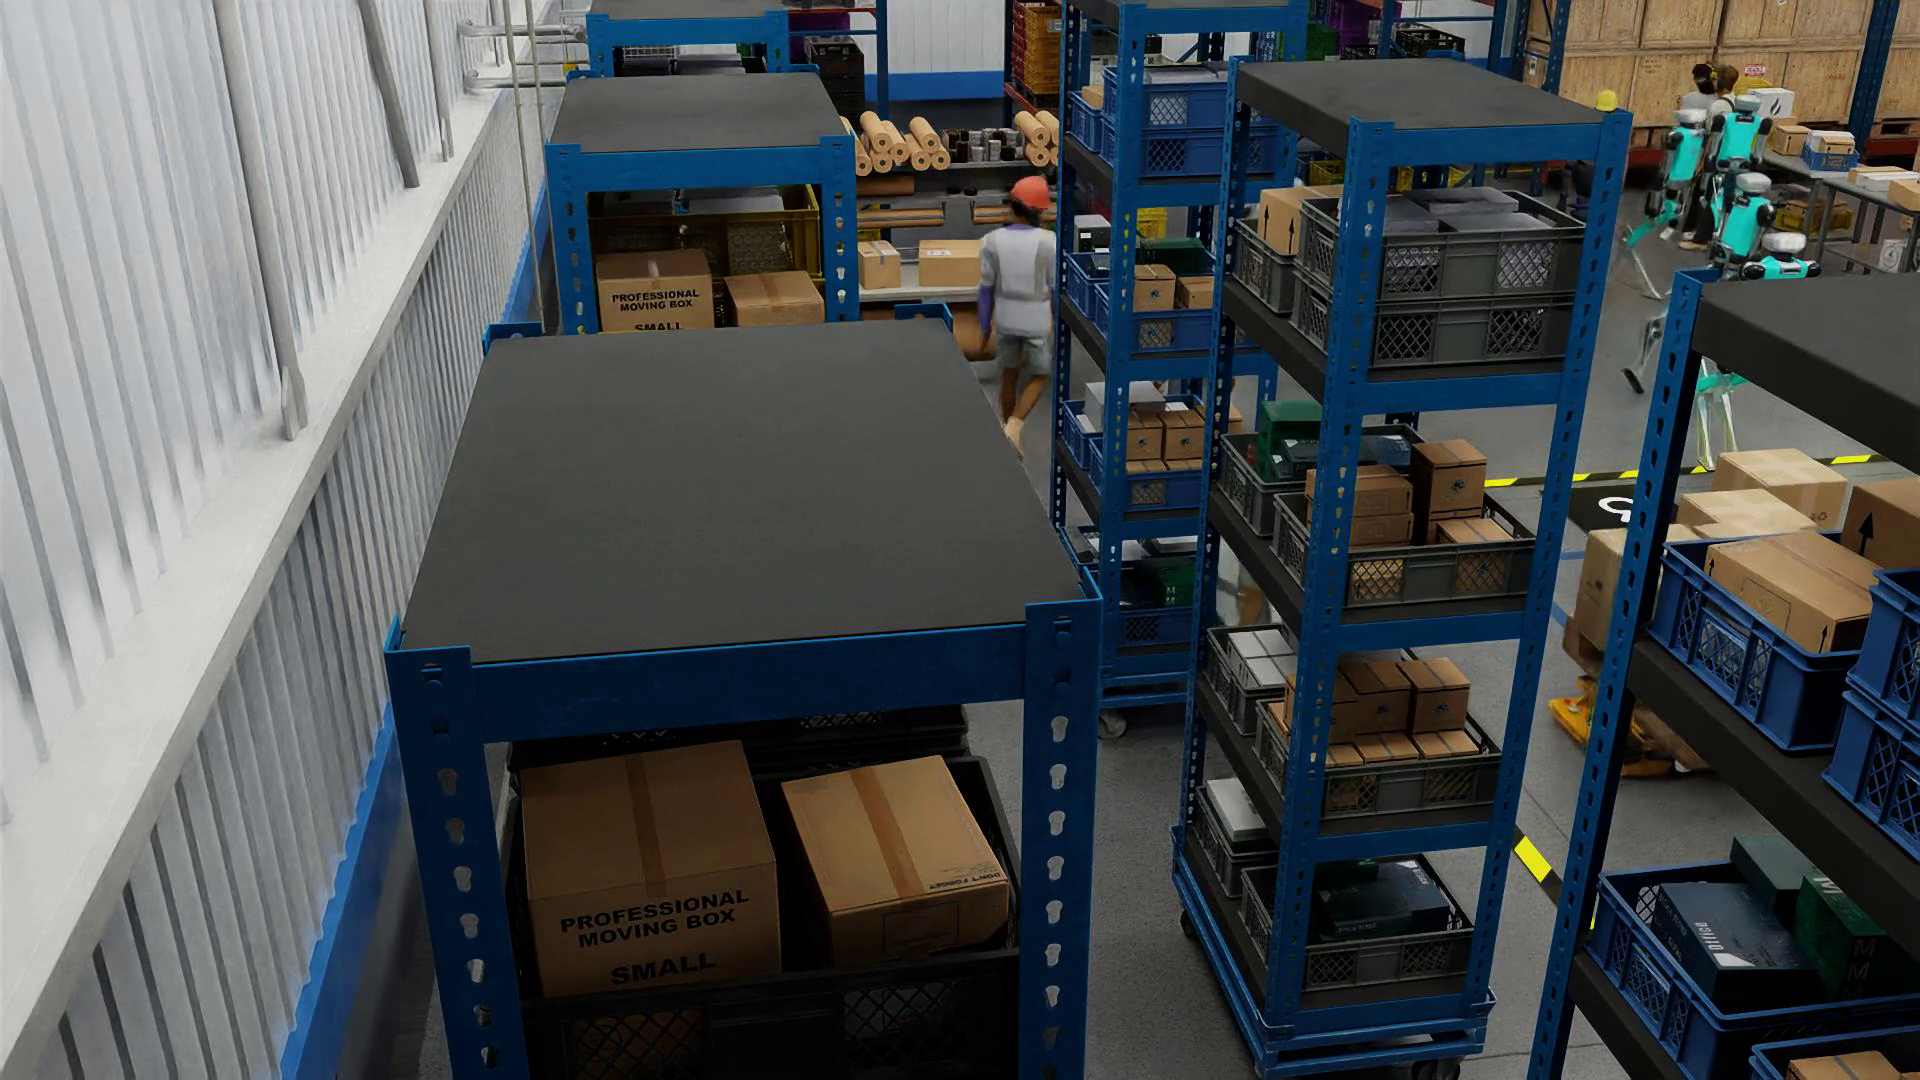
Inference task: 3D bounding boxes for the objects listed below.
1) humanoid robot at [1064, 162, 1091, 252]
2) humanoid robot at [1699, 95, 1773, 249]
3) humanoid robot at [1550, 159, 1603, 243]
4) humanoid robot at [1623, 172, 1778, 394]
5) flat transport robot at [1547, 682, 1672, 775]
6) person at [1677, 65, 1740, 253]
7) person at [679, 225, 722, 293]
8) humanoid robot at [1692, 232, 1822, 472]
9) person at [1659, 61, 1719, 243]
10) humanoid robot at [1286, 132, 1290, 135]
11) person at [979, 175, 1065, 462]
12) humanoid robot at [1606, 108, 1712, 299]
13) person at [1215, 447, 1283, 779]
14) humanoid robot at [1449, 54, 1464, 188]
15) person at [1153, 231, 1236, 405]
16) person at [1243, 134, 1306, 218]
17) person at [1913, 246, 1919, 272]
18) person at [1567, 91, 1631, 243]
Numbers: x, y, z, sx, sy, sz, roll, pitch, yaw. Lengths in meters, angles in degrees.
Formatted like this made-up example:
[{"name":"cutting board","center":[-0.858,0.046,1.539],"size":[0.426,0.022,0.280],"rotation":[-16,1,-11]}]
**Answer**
[{"name":"humanoid robot","center":[0.946,-2.454,13.992],"size":[0.751,1.623,0.604],"rotation":[6,25,13]},{"name":"humanoid robot","center":[7.237,-3.244,15.568],"size":[0.549,1.735,0.962],"rotation":[3,25,7]},{"name":"humanoid robot","center":[5.542,-2.835,14.790],"size":[0.592,1.652,0.370],"rotation":[-10,27,-21]},{"name":"humanoid robot","center":[5.583,-1.906,12.732],"size":[0.998,1.768,0.535],"rotation":[-4,25,-8]},{"name":"flat transport robot","center":[3.781,0.877,8.359],"size":[1.431,0.197,0.652],"rotation":[-4,25,-8]},{"name":"person","center":[7.576,-3.824,16.725],"size":[0.505,1.844,0.342],"rotation":[-21,32,-37]},{"name":"person","center":[-1.990,-1.775,12.180],"size":[0.554,1.916,0.536],"rotation":[-4,25,-9]},{"name":"humanoid robot","center":[5.264,-1.307,11.223],"size":[0.533,1.677,0.735],"rotation":[-4,25,-8]},{"name":"person","center":[7.565,-3.961,17.046],"size":[0.555,1.839,0.395],"rotation":[8,26,17]},{"name":"humanoid robot","center":[3.528,-4.512,18.420],"size":[0.361,1.653,0.598],"rotation":[-2,25,-4]},{"name":"person","center":[0.418,-1.491,11.451],"size":[0.639,2.016,0.729],"rotation":[9,26,19]},{"name":"humanoid robot","center":[6.313,-3.119,15.384],"size":[0.566,1.811,0.916],"rotation":[-16,29,-30]},{"name":"person","center":[1.319,0.363,7.674],"size":[0.435,1.802,0.687],"rotation":[2,25,3]},{"name":"humanoid robot","center":[5.643,-4.713,18.865],"size":[0.480,1.634,0.600],"rotation":[-12,27,-24]},{"name":"person","center":[1.532,-1.099,10.801],"size":[0.587,1.846,0.405],"rotation":[-3,25,-6]},{"name":"person","center":[2.492,-2.345,13.519],"size":[0.544,1.837,0.501],"rotation":[4,25,9]},{"name":"person","center":[7.857,-2.184,13.180],"size":[0.429,1.833,0.630],"rotation":[-10,26,-20]},{"name":"person","center":[6.085,-3.417,15.968],"size":[0.550,1.721,0.868],"rotation":[9,26,19]}]
